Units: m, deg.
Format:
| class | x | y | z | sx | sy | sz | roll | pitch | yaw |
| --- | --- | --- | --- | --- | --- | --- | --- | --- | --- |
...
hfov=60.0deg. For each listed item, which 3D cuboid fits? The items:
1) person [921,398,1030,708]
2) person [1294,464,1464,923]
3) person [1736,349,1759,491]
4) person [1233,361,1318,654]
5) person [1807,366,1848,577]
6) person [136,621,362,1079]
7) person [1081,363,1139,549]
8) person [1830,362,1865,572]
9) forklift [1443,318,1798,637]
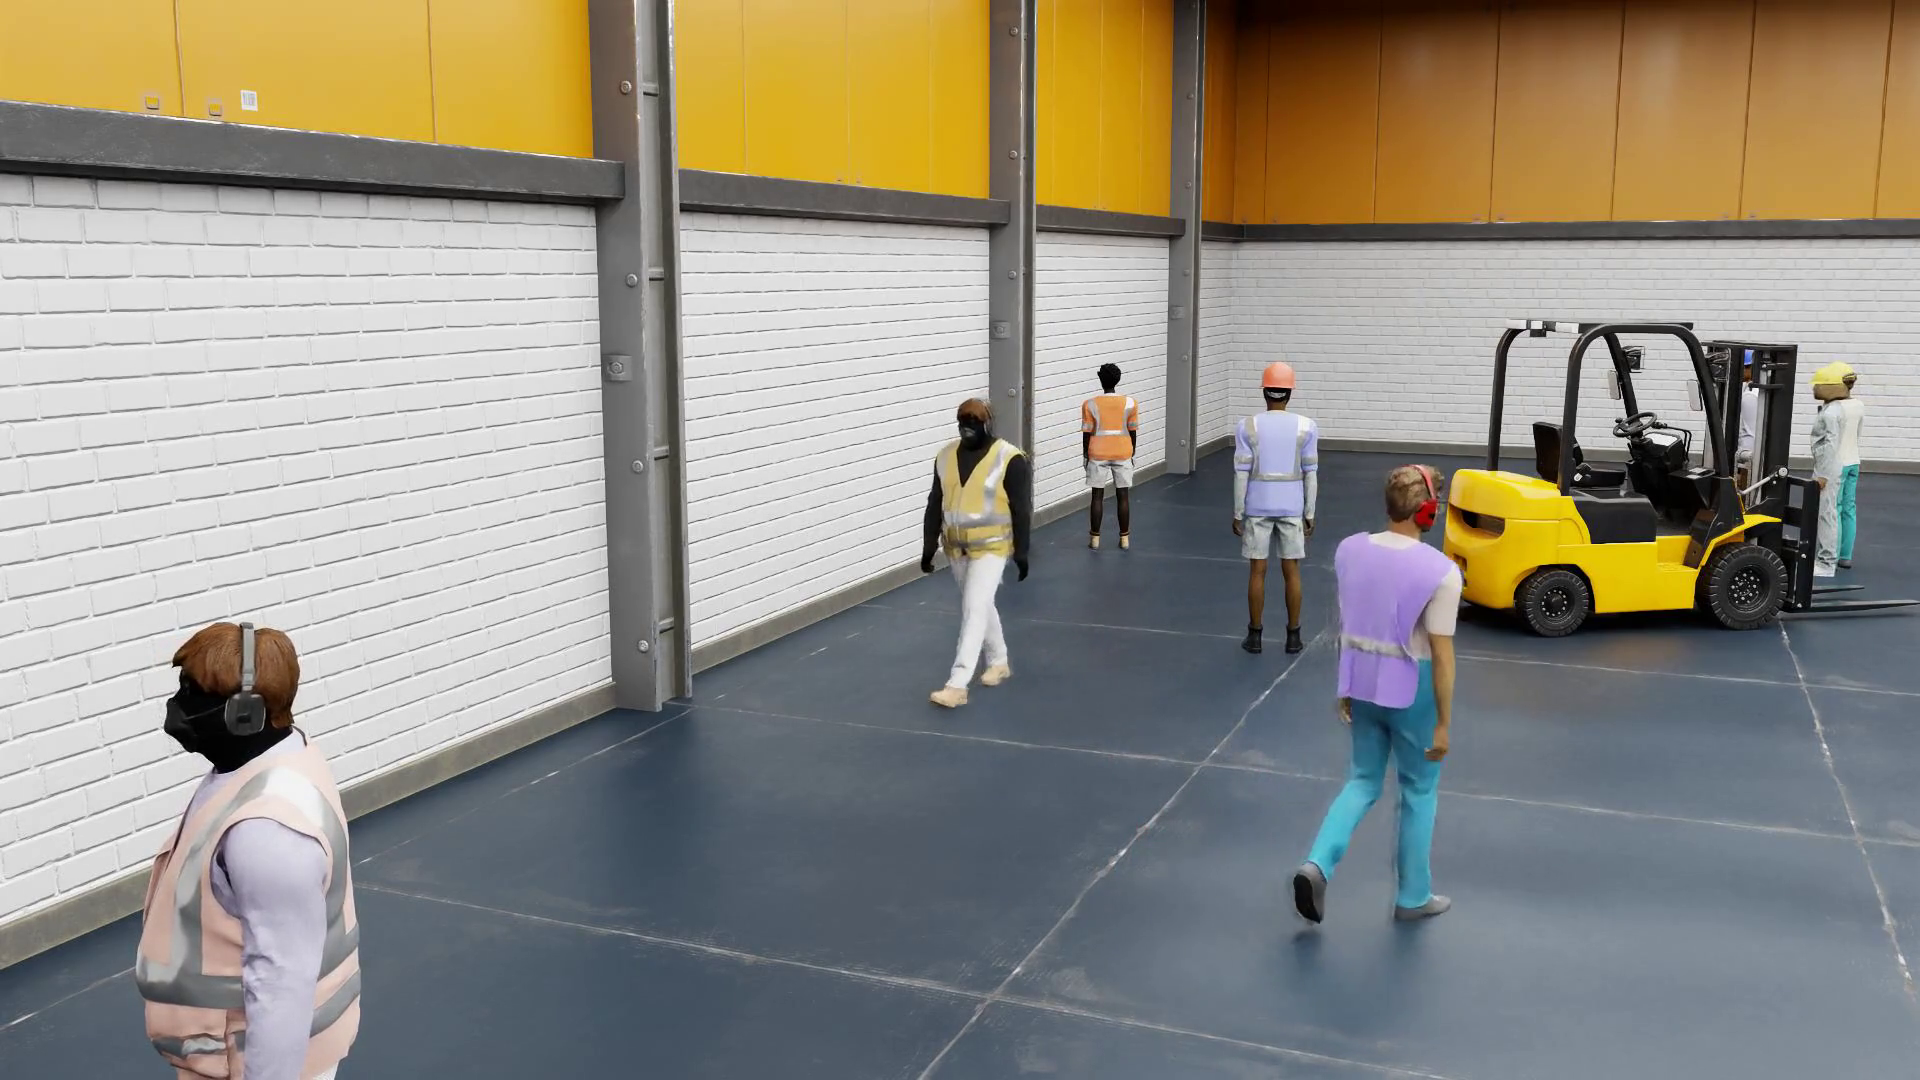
| class | x | y | z | sx | sy | sz | roll | pitch | yaw |
| --- | --- | --- | --- | --- | --- | --- | --- | --- | --- |
| person | 0.078 | 0.050 | 9.899 | 0.646 | 1.792 | 0.953 | 6 | 11 | 34 |
| person | 1.630 | 0.616 | 6.368 | 0.684 | 1.824 | 0.577 | -8 | 12 | -38 |
| person | 6.432 | -0.632 | 13.570 | 0.394 | 1.942 | 0.601 | 6 | 11 | 34 |
| person | 2.080 | -0.211 | 11.030 | 0.550 | 1.935 | 0.376 | 1 | 9 | 5 |
| person | 7.152 | -0.568 | 13.793 | 0.325 | 1.740 | 0.492 | 5 | 11 | 28 |
| person | -1.490 | 1.075 | 3.522 | 0.429 | 1.847 | 0.627 | -4 | 10 | -25 |
| person | 1.355 | -0.752 | 15.061 | 0.532 | 1.694 | 0.320 | 0 | 9 | -2 |
| person | 7.374 | -0.612 | 14.007 | 0.523 | 1.760 | 0.328 | -6 | 11 | -33 |
| forklift | 4.706 | -0.497 | 11.990 | 2.313 | 2.155 | 1.214 | -2 | 10 | -10 |
